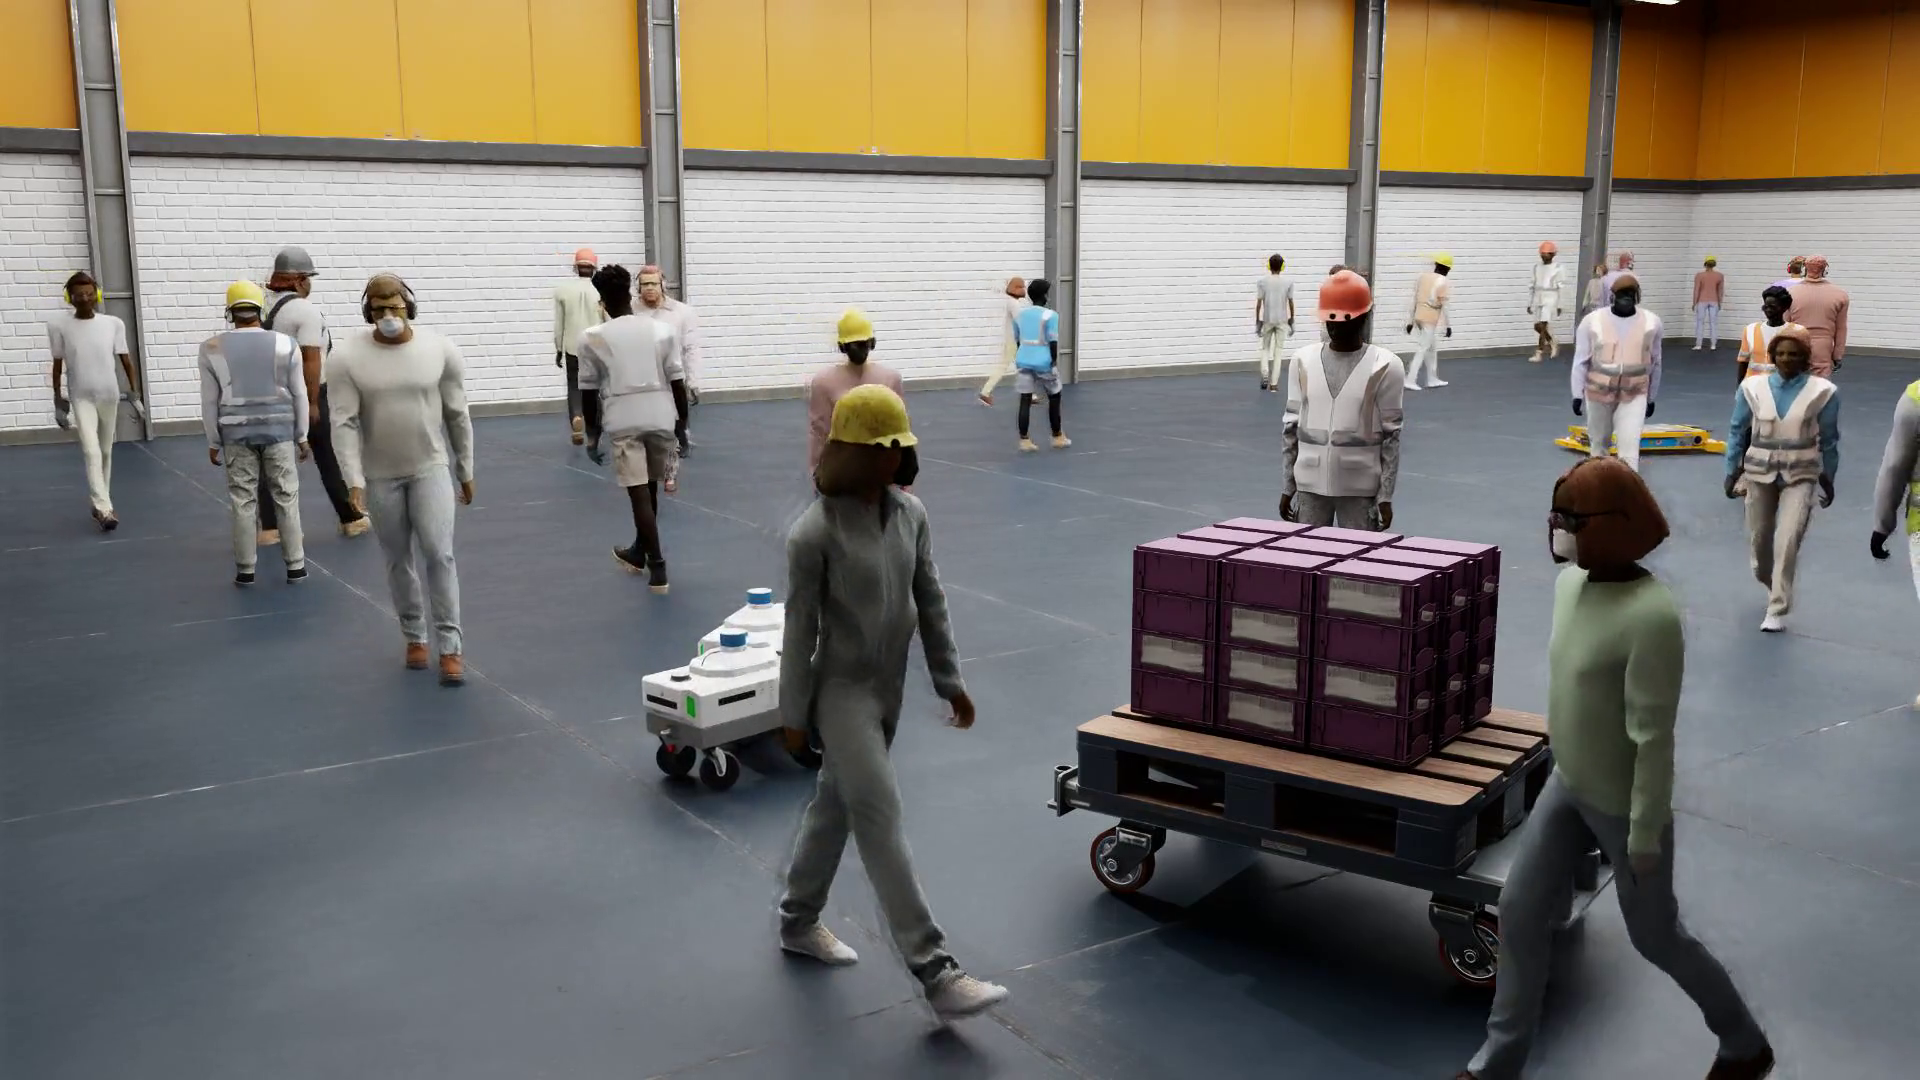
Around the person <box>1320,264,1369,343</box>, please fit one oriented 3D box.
[{"bbox_3d":[3.984,-1.942,17.170,0.881,1.814,0.620,-7,13,-34],"label":"person"}]

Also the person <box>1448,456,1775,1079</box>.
[{"bbox_3d":[1.552,0.590,3.876,0.841,1.591,0.531,-1,10,-7],"label":"person"}]

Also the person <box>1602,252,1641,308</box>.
[{"bbox_3d":[9.487,-3.208,23.948,0.969,1.867,0.656,-6,12,-30],"label":"person"}]

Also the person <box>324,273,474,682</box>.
[{"bbox_3d":[-2.595,-0.276,7.767,0.641,1.900,0.844,-3,11,-17],"label":"person"}]

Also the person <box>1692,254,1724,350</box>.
[{"bbox_3d":[13.713,-4.358,30.518,0.533,1.767,0.325,1,10,7],"label":"person"}]

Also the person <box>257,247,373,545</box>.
[{"bbox_3d":[-4.457,-1.008,11.401,0.703,2.000,0.931,6,12,31],"label":"person"}]

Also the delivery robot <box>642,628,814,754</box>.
[{"bbox_3d":[-0.880,0.588,6.470,0.477,0.478,0.707,9,14,42],"label":"delivery robot"}]

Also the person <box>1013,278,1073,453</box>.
[{"bbox_3d":[0.793,-1.693,16.134,0.549,1.665,0.734,7,13,35],"label":"person"}]

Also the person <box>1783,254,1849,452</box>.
[{"bbox_3d":[8.200,-1.799,16.103,0.653,1.906,0.408,3,11,14],"label":"person"}]

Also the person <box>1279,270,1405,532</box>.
[{"bbox_3d":[1.701,-0.243,7.511,0.543,1.928,0.374,6,12,28],"label":"person"}]

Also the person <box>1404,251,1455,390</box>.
[{"bbox_3d":[6.400,-2.961,22.557,0.887,1.873,0.604,-4,11,-19],"label":"person"}]

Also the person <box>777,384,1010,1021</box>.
[{"bbox_3d":[-0.199,0.429,4.493,0.931,1.689,0.496,7,13,35],"label":"person"}]

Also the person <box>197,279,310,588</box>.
[{"bbox_3d":[-4.175,-0.627,9.888,0.588,1.830,0.404,-4,11,-23],"label":"person"}]

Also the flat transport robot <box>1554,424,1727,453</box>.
[{"bbox_3d":[6.603,-0.990,16.152,1.431,0.197,0.652,-1,10,-7],"label":"flat transport robot"}]

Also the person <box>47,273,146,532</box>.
[{"bbox_3d":[-6.123,-0.974,11.838,0.542,1.810,0.967,-8,13,-38],"label":"person"}]

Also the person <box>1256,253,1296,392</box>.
[{"bbox_3d":[4.264,-2.925,22.428,0.523,1.853,0.502,3,11,14],"label":"person"}]

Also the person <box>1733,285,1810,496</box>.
[{"bbox_3d":[6.425,-1.166,13.204,0.540,1.697,0.317,10,14,44],"label":"person"}]

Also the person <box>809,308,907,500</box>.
[{"bbox_3d":[-0.568,-0.394,8.924,0.532,1.721,0.827,-3,11,-18],"label":"person"}]

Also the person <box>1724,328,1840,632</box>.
[{"bbox_3d":[4.429,-0.347,8.963,0.551,1.606,0.693,8,13,36],"label":"person"}]

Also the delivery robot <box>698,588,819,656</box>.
[{"bbox_3d":[-0.862,0.452,7.212,0.477,0.478,0.707,2,11,13],"label":"delivery robot"}]

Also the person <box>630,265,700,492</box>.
[{"bbox_3d":[-2.404,-1.255,13.254,0.644,1.863,0.982,-2,11,-12],"label":"person"}]

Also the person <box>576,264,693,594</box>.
[{"bbox_3d":[-1.946,-0.672,9.901,0.630,1.909,0.929,-6,12,-30],"label":"person"}]

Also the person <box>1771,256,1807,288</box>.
[{"bbox_3d":[10.053,-2.495,20.083,0.566,1.847,0.389,7,12,33],"label":"person"}]

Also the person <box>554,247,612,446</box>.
[{"bbox_3d":[-3.672,-1.875,16.325,0.629,1.981,0.673,-1,10,-7],"label":"person"}]

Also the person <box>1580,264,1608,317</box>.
[{"bbox_3d":[11.032,-3.965,28.818,0.836,1.596,0.525,-5,12,-27],"label":"person"}]

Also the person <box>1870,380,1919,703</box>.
[{"bbox_3d":[4.166,-0.037,6.868,0.643,1.802,1.011,2,11,12],"label":"person"}]

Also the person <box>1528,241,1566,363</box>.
[{"bbox_3d":[9.792,-3.973,27.727,0.857,2.019,0.620,-8,13,-38],"label":"person"}]

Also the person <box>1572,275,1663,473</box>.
[{"bbox_3d":[4.958,-1.093,12.572,0.639,1.789,0.982,3,11,17],"label":"person"}]

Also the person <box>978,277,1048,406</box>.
[{"bbox_3d":[0.625,-2.434,20.455,0.868,1.591,0.511,-1,10,-5],"label":"person"}]
